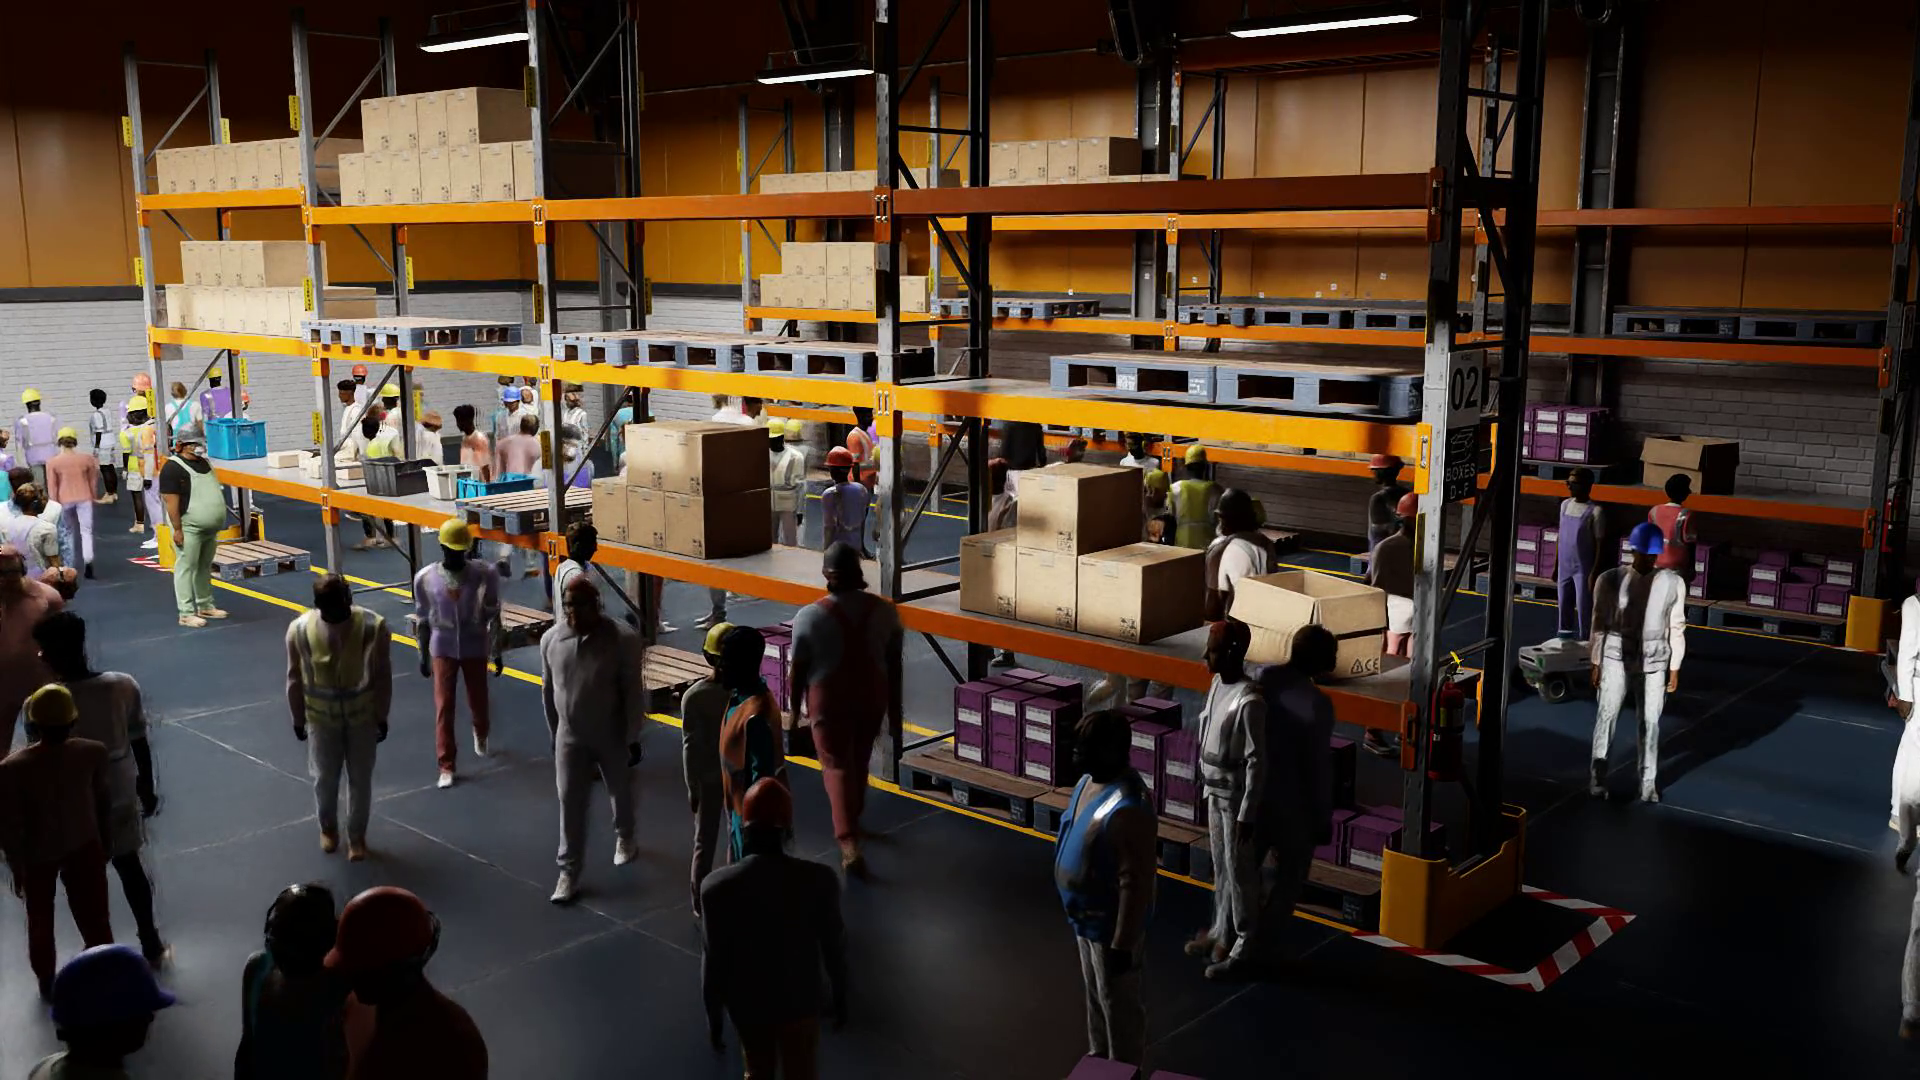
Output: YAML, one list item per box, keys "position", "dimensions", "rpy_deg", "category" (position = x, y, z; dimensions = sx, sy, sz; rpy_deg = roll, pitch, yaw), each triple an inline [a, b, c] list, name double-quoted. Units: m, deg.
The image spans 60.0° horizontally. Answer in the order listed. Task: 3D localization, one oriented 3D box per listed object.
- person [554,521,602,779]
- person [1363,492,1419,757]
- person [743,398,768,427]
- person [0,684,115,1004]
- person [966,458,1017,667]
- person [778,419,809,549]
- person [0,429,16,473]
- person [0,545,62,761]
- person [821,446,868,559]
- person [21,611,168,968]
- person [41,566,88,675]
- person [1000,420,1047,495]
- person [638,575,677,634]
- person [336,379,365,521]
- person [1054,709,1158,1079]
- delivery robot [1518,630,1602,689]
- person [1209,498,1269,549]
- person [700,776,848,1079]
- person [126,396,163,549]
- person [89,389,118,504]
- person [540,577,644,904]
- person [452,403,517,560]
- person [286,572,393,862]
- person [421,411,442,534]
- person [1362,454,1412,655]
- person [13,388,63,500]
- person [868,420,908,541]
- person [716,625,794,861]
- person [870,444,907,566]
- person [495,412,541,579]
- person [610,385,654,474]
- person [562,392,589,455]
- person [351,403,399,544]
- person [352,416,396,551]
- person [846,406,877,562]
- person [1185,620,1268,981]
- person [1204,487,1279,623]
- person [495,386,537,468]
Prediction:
- position: [-2.691, 0.781, 11.843]
  dimensions: [0.346, 1.842, 0.506]
  rpy_deg: [-6, 12, -29]
  category: "person"
- position: [3.309, 0.620, 12.357]
  dimensions: [0.619, 1.986, 0.410]
  rpy_deg: [-5, 11, -28]
  category: "person"
- position: [-2.990, -1.375, 24.317]
  dimensions: [0.351, 1.740, 0.571]
  rpy_deg: [2, 10, 9]
  category: "person"
- position: [-4.392, 1.507, 8.104]
  dimensions: [0.533, 1.707, 0.892]
  rpy_deg: [-9, 13, -40]
  category: "person"
- position: [0.317, 0.196, 15.028]
  dimensions: [0.576, 1.883, 0.355]
  rpy_deg: [10, 14, 44]
  category: "person"
- position: [-2.032, -0.594, 19.966]
  dimensions: [0.484, 1.715, 0.597]
  rpy_deg: [-8, 13, -37]
  category: "person"
- position: [-11.348, -0.499, 19.679]
  dimensions: [0.523, 1.631, 0.313]
  rpy_deg: [4, 11, 20]
  category: "person"
- position: [-6.159, 0.944, 10.841]
  dimensions: [0.673, 1.879, 0.454]
  rpy_deg: [-6, 12, -31]
  category: "person"
- position: [-1.102, 0.096, 15.438]
  dimensions: [0.359, 1.938, 0.545]
  rpy_deg: [8, 13, 37]
  category: "person"
- position: [-4.427, 1.316, 8.528]
  dimensions: [0.388, 1.946, 0.672]
  rpy_deg: [6, 12, 32]
  category: "person"
- position: [-6.073, 0.987, 11.276]
  dimensions: [0.313, 1.634, 0.514]
  rpy_deg: [-7, 12, -33]
  category: "person"
- position: [0.824, -0.901, 20.991]
  dimensions: [0.614, 1.970, 0.572]
  rpy_deg: [-8, 13, -40]
  category: "person"
- position: [-3.002, -0.024, 16.217]
  dimensions: [0.410, 1.908, 0.598]
  rpy_deg: [-6, 12, -31]
  category: "person"
- position: [-8.372, -1.248, 22.996]
  dimensions: [0.385, 1.958, 0.607]
  rpy_deg: [-6, 12, -29]
  category: "person"
- position: [0.618, 1.618, 7.108]
  dimensions: [0.430, 1.844, 0.624]
  rpy_deg: [-2, 10, -11]
  category: "person"
- position: [5.064, 1.000, 13.963]
  dimensions: [0.707, 0.478, 0.477]
  rpy_deg: [-3, 10, -17]
  category: "delivery robot"
- position: [2.266, 0.557, 13.183]
  dimensions: [0.624, 1.810, 0.573]
  rpy_deg: [7, 12, 35]
  category: "person"
- position: [-0.729, 1.785, 6.496]
  dimensions: [0.566, 1.728, 0.780]
  rpy_deg: [0, 10, 2]
  category: "person"
- position: [-10.189, -0.853, 20.889]
  dimensions: [0.397, 1.912, 0.591]
  rpy_deg: [-4, 11, -23]
  category: "person"
- position: [-12.597, -1.376, 24.442]
  dimensions: [0.318, 1.698, 0.535]
  rpy_deg: [-2, 10, -10]
  category: "person"
- position: [-2.167, 1.127, 9.856]
  dimensions: [0.651, 1.863, 0.986]
  rpy_deg: [1, 10, 4]
  category: "person"
- position: [-5.694, -0.693, 19.949]
  dimensions: [0.774, 1.928, 0.632]
  rpy_deg: [-6, 12, -29]
  category: "person"
- position: [-3.788, 1.083, 10.210]
  dimensions: [0.624, 1.821, 0.459]
  rpy_deg: [-4, 11, -19]
  category: "person"
- position: [-6.973, -0.894, 21.973]
  dimensions: [0.297, 1.609, 0.581]
  rpy_deg: [-1, 10, -3]
  category: "person"
- position: [3.710, 0.198, 14.571]
  dimensions: [0.395, 2.038, 0.615]
  rpy_deg: [9, 14, 43]
  category: "person"
- position: [-12.277, -1.082, 22.248]
  dimensions: [0.591, 1.895, 0.841]
  rpy_deg: [-10, 14, -44]
  category: "person"
- position: [-0.911, -0.914, 21.209]
  dimensions: [0.391, 1.923, 0.550]
  rpy_deg: [9, 13, 40]
  category: "person"
- position: [-1.036, 1.365, 8.323]
  dimensions: [0.392, 1.919, 0.591]
  rpy_deg: [-3, 10, -15]
  category: "person"
- position: [-0.807, -0.166, 17.539]
  dimensions: [0.718, 1.705, 0.503]
  rpy_deg: [3, 10, 15]
  category: "person"
- position: [-4.951, -0.482, 18.807]
  dimensions: [0.666, 1.909, 0.619]
  rpy_deg: [2, 10, 9]
  category: "person"
- position: [-4.205, -1.039, 21.558]
  dimensions: [0.615, 2.042, 0.372]
  rpy_deg: [1, 10, 7]
  category: "person"
- position: [-5.681, -1.364, 24.536]
  dimensions: [0.525, 1.639, 0.307]
  rpy_deg: [7, 12, 34]
  category: "person"
- position: [-7.387, -0.825, 21.019]
  dimensions: [0.611, 1.833, 0.531]
  rpy_deg: [-1, 10, -7]
  category: "person"
- position: [-7.356, -0.702, 20.701]
  dimensions: [0.637, 1.669, 0.540]
  rpy_deg: [-1, 10, -8]
  category: "person"
- position: [-1.159, -0.690, 19.803]
  dimensions: [0.368, 1.966, 0.603]
  rpy_deg: [1, 10, 8]
  category: "person"
- position: [1.400, 1.333, 8.599]
  dimensions: [0.337, 1.882, 0.583]
  rpy_deg: [-2, 10, -11]
  category: "person"
- position: [1.982, 0.617, 12.200]
  dimensions: [0.686, 2.000, 0.536]
  rpy_deg: [-9, 13, -41]
  category: "person"
- position: [-5.892, -1.076, 22.077]
  dimensions: [0.611, 1.939, 0.418]
  rpy_deg: [3, 11, 17]
  category: "person"
